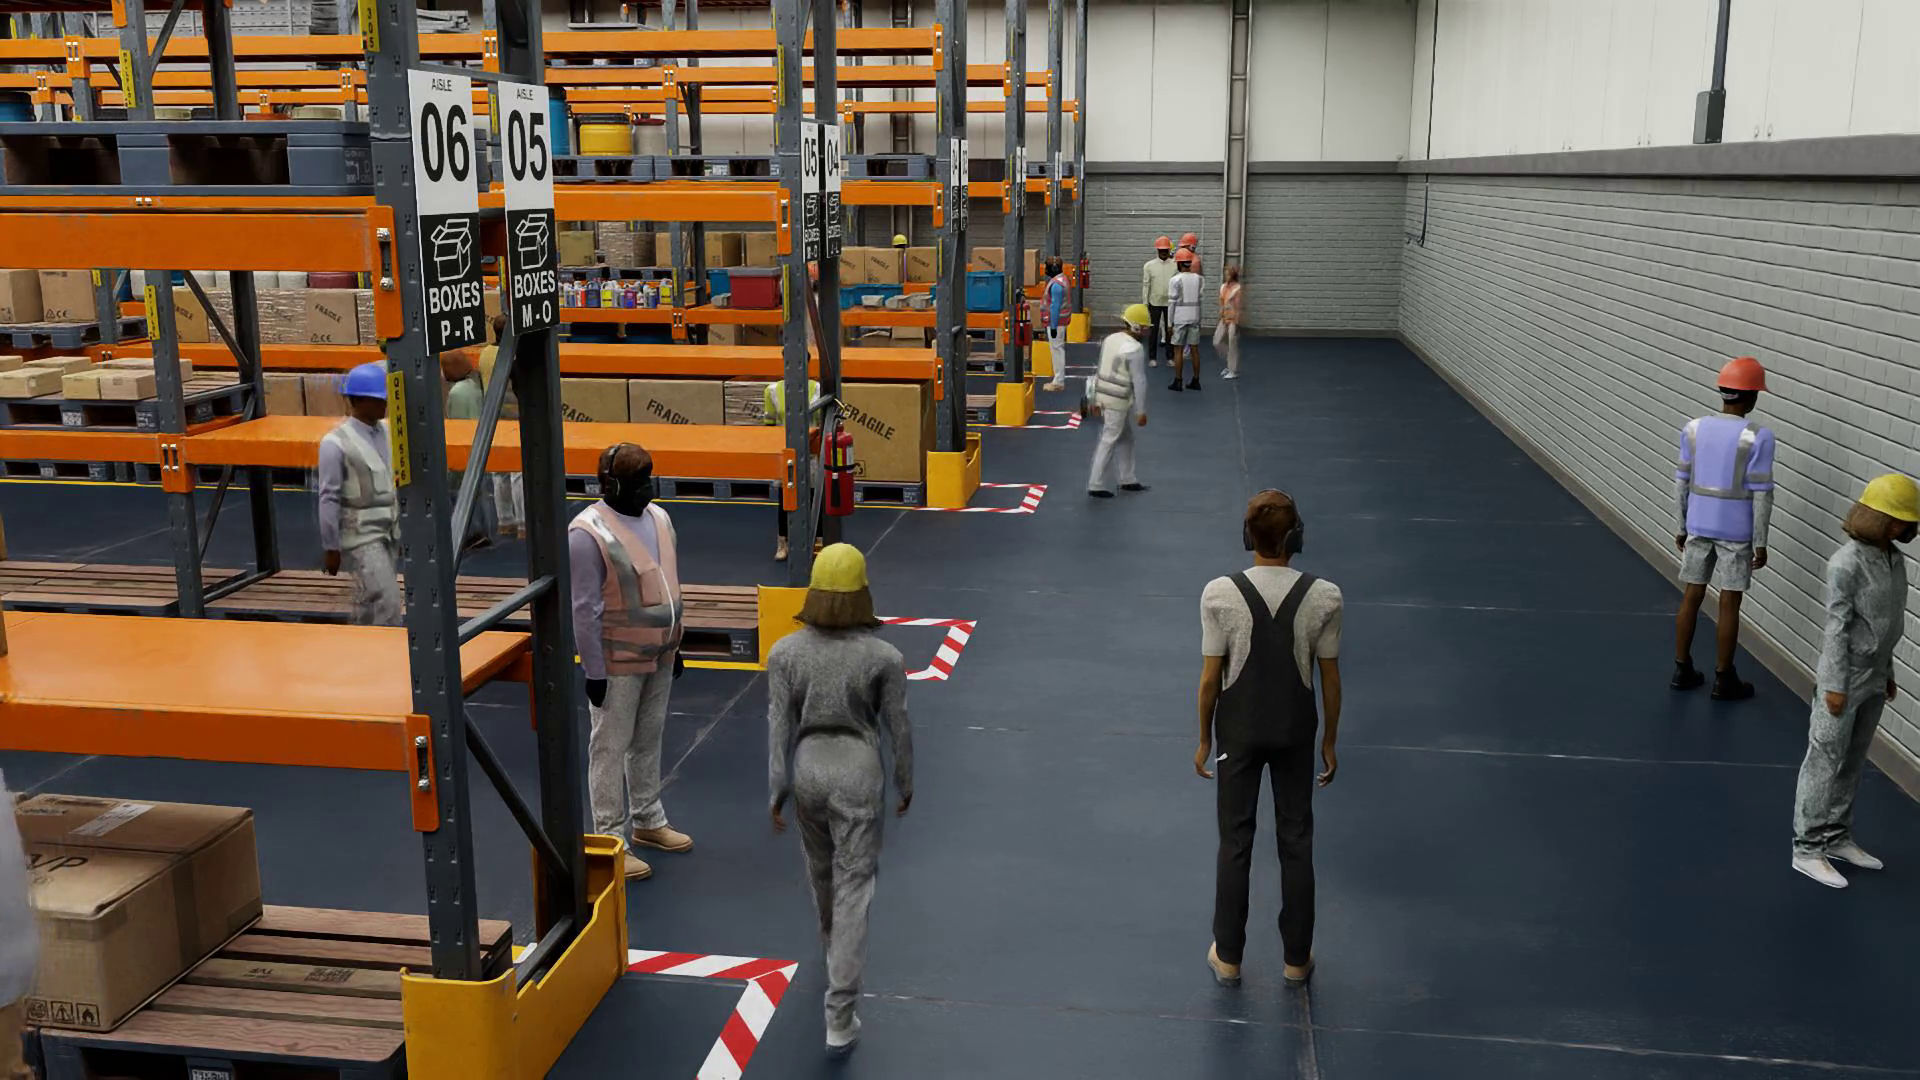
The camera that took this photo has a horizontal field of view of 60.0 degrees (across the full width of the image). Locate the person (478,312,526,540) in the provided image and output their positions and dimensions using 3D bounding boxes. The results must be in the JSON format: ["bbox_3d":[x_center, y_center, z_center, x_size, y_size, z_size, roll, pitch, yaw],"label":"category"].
[{"bbox_3d":[-3.610,-0.921,13.487,0.627,1.844,0.429,12,17,42],"label":"person"}]

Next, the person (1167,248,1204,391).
[{"bbox_3d":[3.047,-2.993,22.651,0.550,1.929,0.394,-5,14,-23],"label":"person"}]

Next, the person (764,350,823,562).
[{"bbox_3d":[-1.226,-0.661,12.661,0.533,1.690,0.321,1,13,4],"label":"person"}]

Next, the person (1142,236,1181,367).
[{"bbox_3d":[3.086,-3.621,25.359,0.619,1.989,0.395,-1,13,-5],"label":"person"}]

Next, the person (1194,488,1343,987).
[{"bbox_3d":[1.112,0.728,6.037,0.517,1.841,0.325,1,13,5],"label":"person"}]

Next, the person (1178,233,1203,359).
[{"bbox_3d":[3.661,-3.884,26.540,0.405,1.986,0.612,-1,13,-4],"label":"person"}]

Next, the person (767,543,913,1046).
[{"bbox_3d":[-0.417,0.850,5.845,0.489,1.700,0.900,3,13,12],"label":"person"}]

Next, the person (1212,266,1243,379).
[{"bbox_3d":[3.869,-3.128,23.928,0.379,1.621,0.547,-6,14,-24],"label":"person"}]

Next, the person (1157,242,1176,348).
[{"bbox_3d":[3.507,-4.125,28.016,0.403,1.818,0.597,-10,16,-37],"label":"person"}]

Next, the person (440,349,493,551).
[{"bbox_3d":[-3.871,-0.703,12.995,0.375,1.620,0.556,1,13,4],"label":"person"}]

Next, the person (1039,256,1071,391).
[{"bbox_3d":[1.291,-2.941,22.636,0.431,1.836,0.619,2,13,9],"label":"person"}]

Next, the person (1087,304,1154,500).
[{"bbox_3d":[1.496,-1.236,15.053,0.763,1.781,0.592,-4,13,-16],"label":"person"}]

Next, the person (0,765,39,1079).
[{"bbox_3d":[-2.571,1.139,4.458,0.604,1.720,0.606,-4,13,-17],"label":"person"}]

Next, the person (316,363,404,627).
[{"bbox_3d":[-3.174,-0.019,9.245,0.741,1.919,0.606,4,13,16],"label":"person"}]

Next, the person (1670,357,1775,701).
[{"bbox_3d":[4.323,-0.067,9.409,0.376,1.935,0.550,-9,15,-34],"label":"person"}]

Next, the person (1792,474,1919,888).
[{"bbox_3d":[3.777,0.578,6.958,0.483,1.736,0.311,-9,15,-34],"label":"person"}]

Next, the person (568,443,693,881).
[{"bbox_3d":[-1.386,0.498,7.076,0.429,1.845,0.621,6,14,25],"label":"person"}]
